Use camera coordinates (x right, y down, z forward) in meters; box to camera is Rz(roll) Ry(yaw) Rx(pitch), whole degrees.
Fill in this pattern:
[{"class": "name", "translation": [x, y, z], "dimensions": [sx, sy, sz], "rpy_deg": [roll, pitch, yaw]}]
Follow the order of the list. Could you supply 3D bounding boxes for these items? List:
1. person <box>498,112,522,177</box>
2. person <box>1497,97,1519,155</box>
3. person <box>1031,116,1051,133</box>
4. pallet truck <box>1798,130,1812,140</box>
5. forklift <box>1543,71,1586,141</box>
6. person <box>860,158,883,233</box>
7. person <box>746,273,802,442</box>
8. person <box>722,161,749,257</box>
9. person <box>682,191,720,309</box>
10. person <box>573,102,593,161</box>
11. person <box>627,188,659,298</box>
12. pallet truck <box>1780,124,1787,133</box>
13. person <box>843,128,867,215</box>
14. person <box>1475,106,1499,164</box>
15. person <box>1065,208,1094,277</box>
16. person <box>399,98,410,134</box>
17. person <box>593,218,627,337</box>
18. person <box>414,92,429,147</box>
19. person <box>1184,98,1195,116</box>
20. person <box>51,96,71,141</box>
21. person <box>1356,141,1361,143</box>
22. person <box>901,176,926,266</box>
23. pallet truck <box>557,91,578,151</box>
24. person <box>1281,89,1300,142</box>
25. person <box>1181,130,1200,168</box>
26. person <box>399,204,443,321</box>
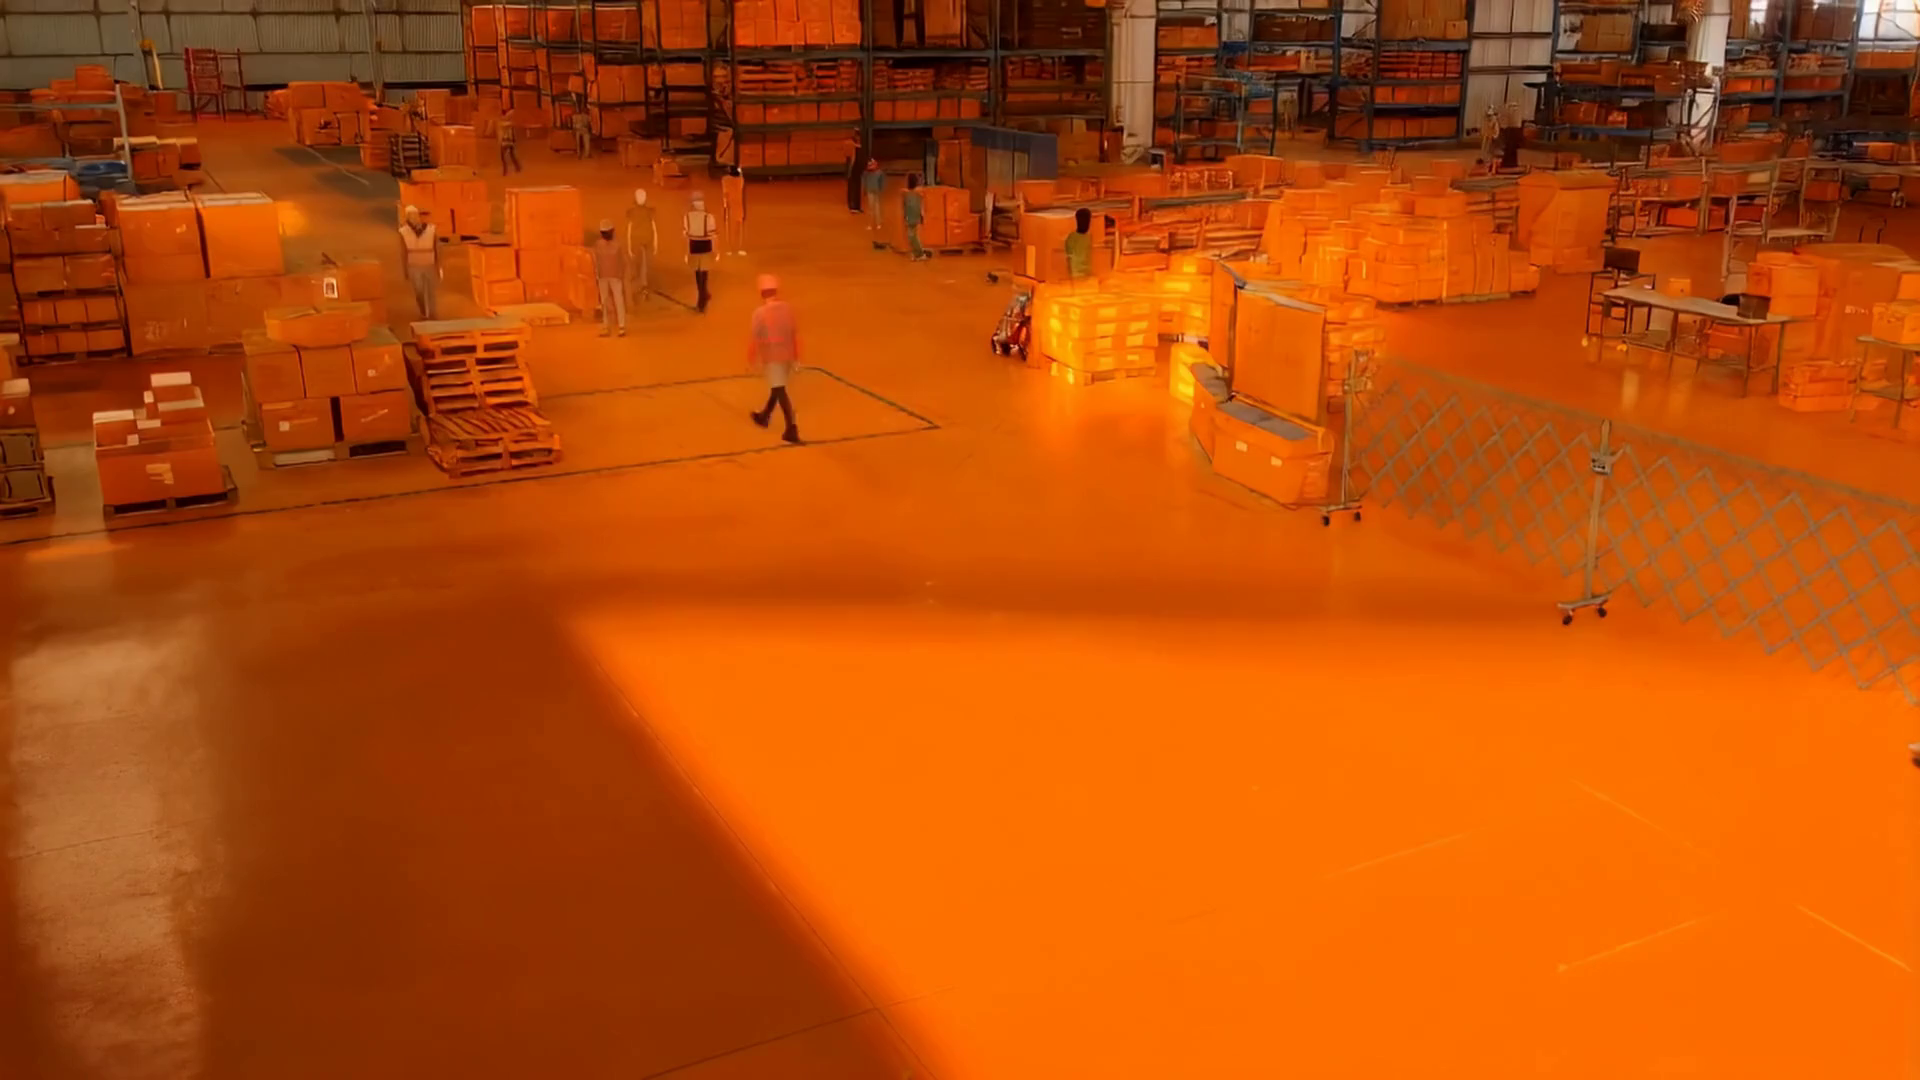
[{"class": "person", "translation": [-13.117, -11.521, 48.398], "dimensions": [0.613, 1.862, 0.619], "rpy_deg": [11, 21, 30]}, {"class": "person", "translation": [18.416, -13.852, 55.618], "dimensions": [0.960, 1.902, 0.548], "rpy_deg": [-9, 20, -25]}, {"class": "person", "translation": [2.141, -10.219, 44.115], "dimensions": [0.612, 1.997, 0.375], "rpy_deg": [-6, 19, -19]}, {"class": "pallet truck", "translation": [25.526, -11.556, 49.408], "dimensions": [1.630, 1.274, 0.653], "rpy_deg": [-9, 20, -26]}, {"class": "forklift", "translation": [18.685, -13.231, 52.085], "dimensions": [1.873, 2.768, 1.129], "rpy_deg": [-9, 20, -26]}, {"class": "person", "translation": [-1.924, -7.591, 36.563], "dimensions": [0.507, 1.605, 0.795], "rpy_deg": [2, 18, 7]}, {"class": "person", "translation": [-2.166, -2.091, 18.963], "dimensions": [0.556, 1.875, 1.031], "rpy_deg": [-16, 24, -41]}, {"class": "person", "translation": [-4.437, -6.550, 32.894], "dimensions": [0.520, 1.865, 0.332], "rpy_deg": [-8, 19, -24]}, {"class": "person", "translation": [-4.247, -4.756, 27.261], "dimensions": [0.566, 1.892, 0.988], "rpy_deg": [2, 18, 5]}, {"class": "person", "translation": [-12.056, -13.038, 53.156], "dimensions": [0.633, 1.841, 0.429], "rpy_deg": [-1, 18, -2]}, {"class": "person", "translation": [-5.377, -5.020, 28.140], "dimensions": [0.548, 1.852, 0.390], "rpy_deg": [-6, 19, -18]}, {"class": "pallet truck", "translation": [25.206, -12.542, 52.601], "dimensions": [1.601, 1.201, 0.680], "rpy_deg": [0, 18, -2]}, {"class": "person", "translation": [-2.439, -8.766, 39.517], "dimensions": [0.535, 2.000, 0.674], "rpy_deg": [8, 20, 24]}, {"class": "person", "translation": [16.646, -12.762, 52.386], "dimensions": [0.936, 1.778, 0.604], "rpy_deg": [-17, 24, -42]}, {"class": "person", "translation": [1.771, -3.872, 24.376], "dimensions": [0.361, 1.964, 0.613], "rpy_deg": [12, 22, 34]}, {"class": "person", "translation": [-20.017, -15.121, 59.992], "dimensions": [0.314, 1.629, 0.509], "rpy_deg": [-7, 19, -22]}, {"class": "person", "translation": [-5.213, -3.907, 24.811], "dimensions": [0.524, 1.769, 0.314], "rpy_deg": [4, 18, 11]}, {"class": "person", "translation": [-18.906, -14.749, 58.381], "dimensions": [0.588, 1.911, 0.399], "rpy_deg": [16, 23, 40]}, {"class": "person", "translation": [8.338, -15.446, 60.933], "dimensions": [0.661, 1.676, 0.548], "rpy_deg": [12, 21, 34]}, {"class": "person", "translation": [-33.172, -15.522, 61.277], "dimensions": [0.541, 1.591, 0.831], "rpy_deg": [-1, 18, -4]}, {"class": "person", "translation": [14.852, -15.306, 60.215], "dimensions": [0.990, 1.846, 0.648], "rpy_deg": [0, 18, -1]}, {"class": "person", "translation": [-0.879, -6.112, 31.872], "dimensions": [0.539, 1.649, 0.597], "rpy_deg": [-14, 22, -36]}, {"class": "pallet truck", "translation": [-13.495, -14.412, 57.188], "dimensions": [0.823, 1.965, 1.885], "rpy_deg": [-3, 18, -9]}, {"class": "person", "translation": [12.075, -15.506, 60.805], "dimensions": [0.669, 1.884, 0.421], "rpy_deg": [0, 18, 1]}, {"class": "person", "translation": [6.274, -10.349, 44.948], "dimensions": [0.808, 1.729, 0.521], "rpy_deg": [-9, 20, -26]}, {"class": "person", "translation": [-8.302, -4.243, 25.668], "dimensions": [0.610, 1.894, 0.696], "rpy_deg": [-4, 18, -13]}]
